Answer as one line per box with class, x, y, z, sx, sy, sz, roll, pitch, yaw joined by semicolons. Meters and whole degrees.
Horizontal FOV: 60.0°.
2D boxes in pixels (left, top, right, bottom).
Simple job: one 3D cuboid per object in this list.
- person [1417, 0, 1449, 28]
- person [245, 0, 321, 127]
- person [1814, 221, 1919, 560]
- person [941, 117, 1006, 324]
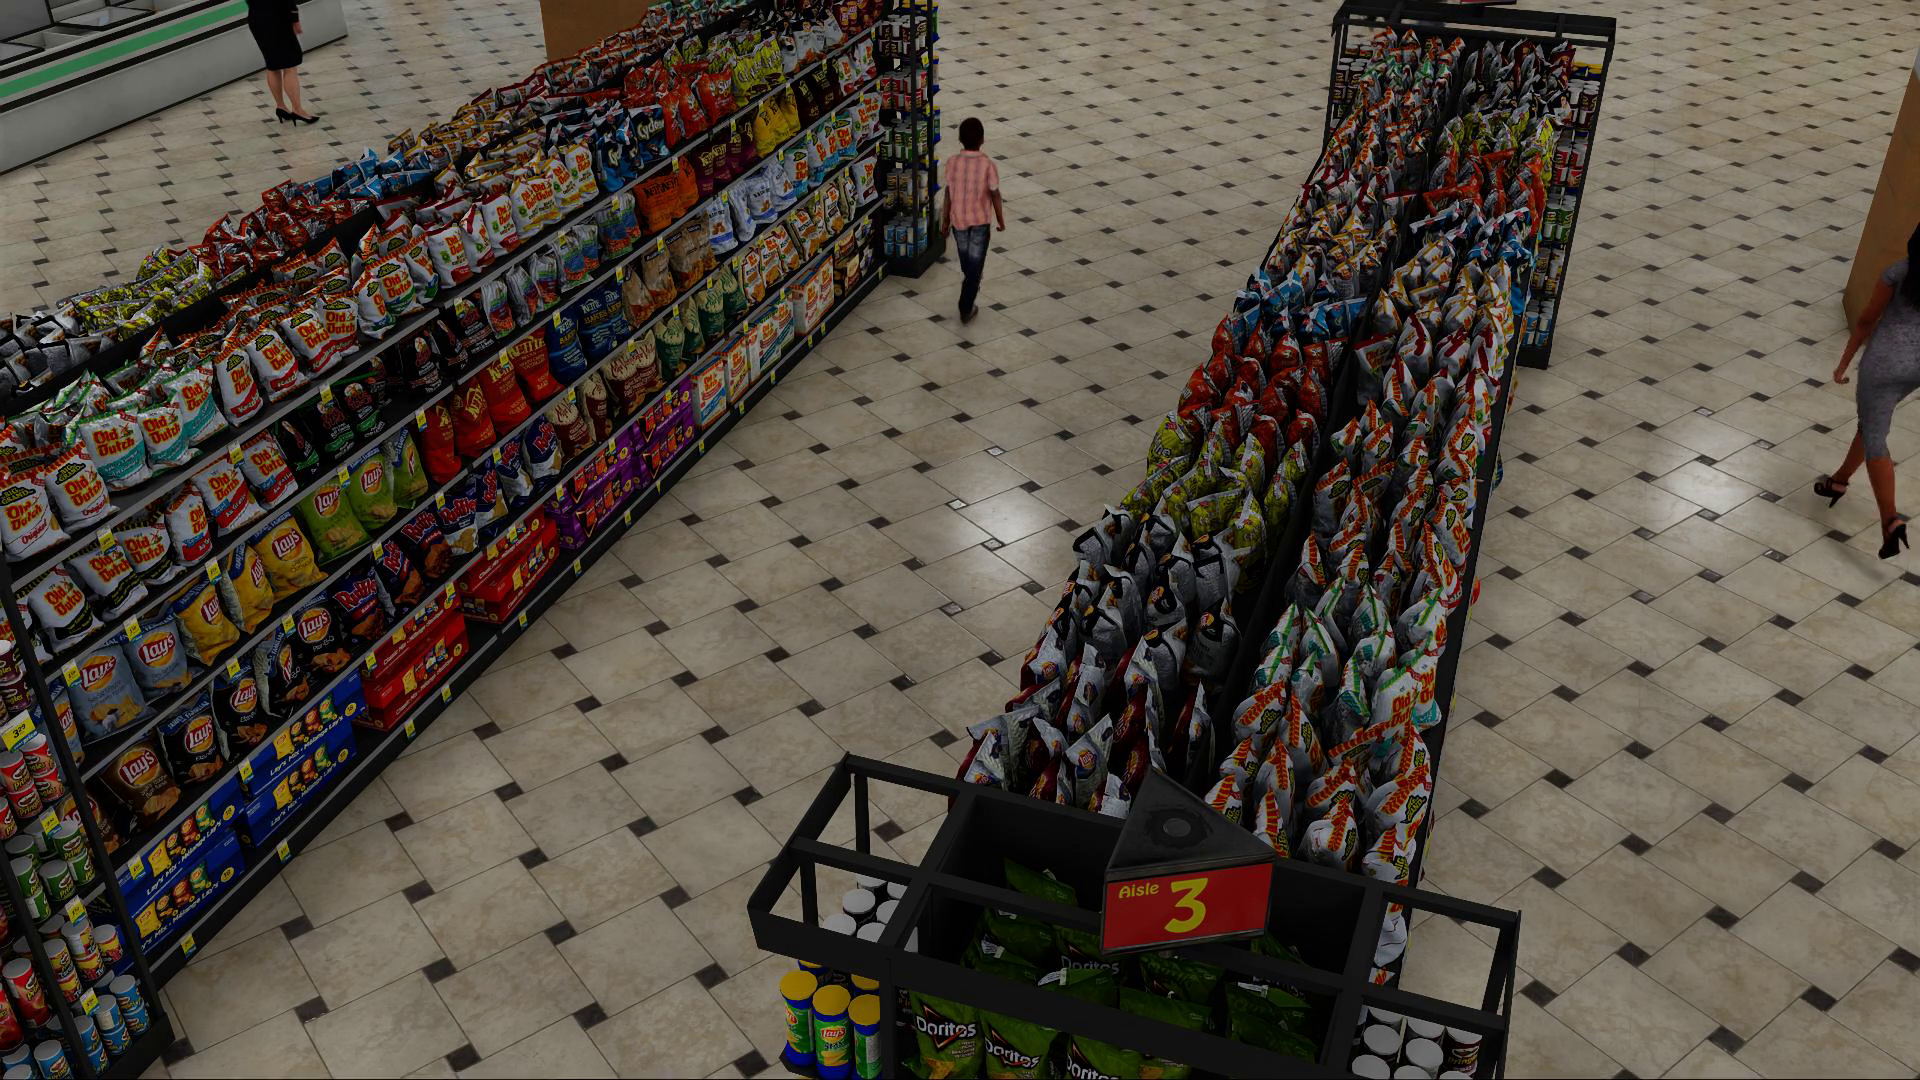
person;4.172;-4.562;14.815;0.608;1.105;0.553;-16;35;-23
person;-5.726;-4.300;13.859;0.745;1.671;0.699;19;36;27
person;4.571;-0.735;8.061;0.890;1.743;1.219;-2;32;-3
person;0.052;-1.997;10.526;0.534;1.282;0.845;10;33;15
